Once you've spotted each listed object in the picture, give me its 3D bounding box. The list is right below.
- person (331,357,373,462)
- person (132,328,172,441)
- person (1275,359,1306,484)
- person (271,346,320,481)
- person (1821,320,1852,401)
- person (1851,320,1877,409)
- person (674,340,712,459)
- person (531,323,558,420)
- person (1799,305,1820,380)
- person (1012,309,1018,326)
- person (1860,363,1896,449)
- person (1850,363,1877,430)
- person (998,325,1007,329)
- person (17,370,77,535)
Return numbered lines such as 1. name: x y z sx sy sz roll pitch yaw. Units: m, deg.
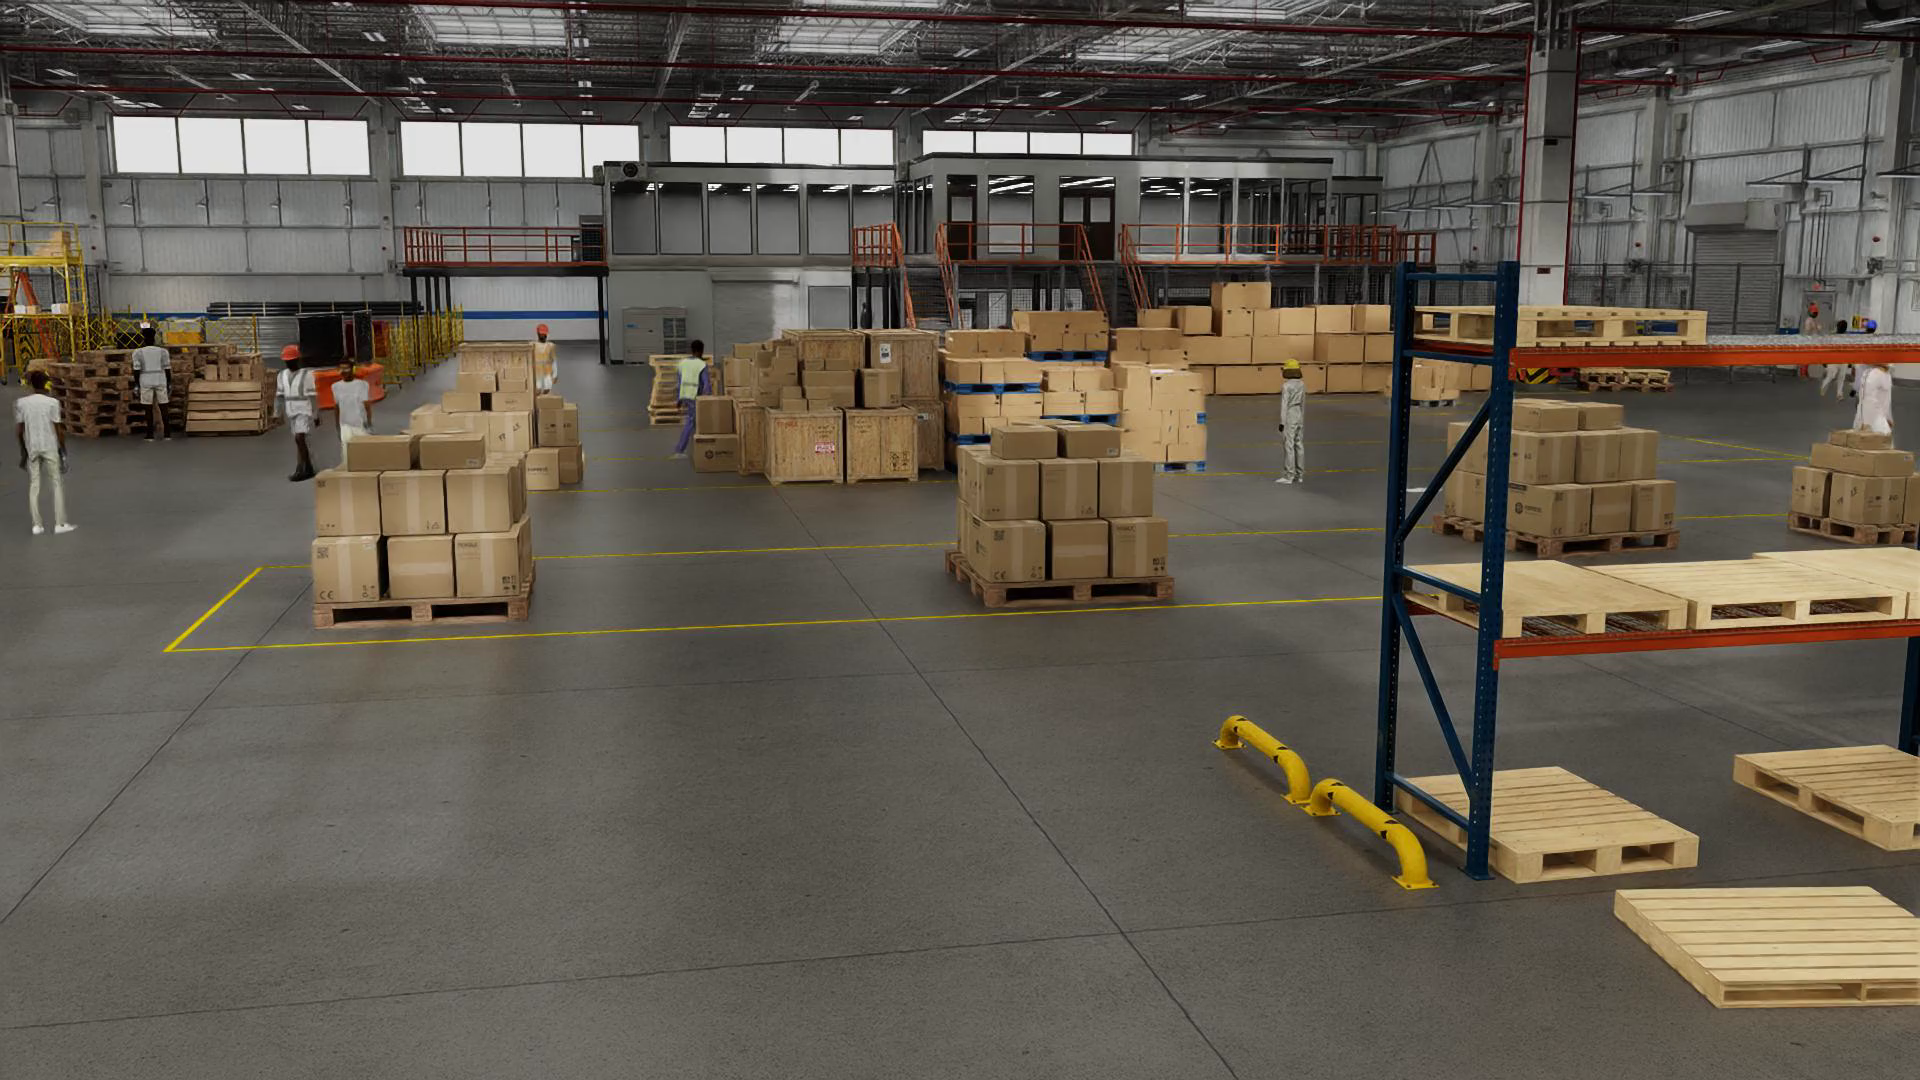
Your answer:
1. person: -8.053 -1.529 22.123 0.519 1.841 0.838 -1 9 -8
2. person: -14.009 -2.700 28.858 0.614 1.963 0.362 -7 12 -38
3. person: 4.613 -1.657 23.211 0.485 1.737 0.320 -9 13 -43
4. person: -9.367 -1.766 23.359 0.560 1.903 0.850 3 10 17
5. person: 19.836 -4.063 37.583 0.632 1.831 0.537 0 9 0
6. person: 18.877 -3.617 34.595 0.616 1.923 0.771 5 10 27
7. person: -4.181 -2.217 26.252 0.608 1.860 1.045 7 12 36
8. person: -8.073 -3.224 32.179 0.582 1.921 0.404 -5 10 -26
9. person: 22.694 -5.262 44.390 0.396 1.992 0.623 7 12 37
10. person: 1.487 -5.268 44.767 0.351 1.882 0.582 -1 9 -3
11. person: 12.386 -1.612 22.383 0.530 1.921 0.633 7 12 38
12. person: 15.912 -2.642 29.012 0.629 1.807 0.911 -6 11 -33
13. person: 0.852 -3.472 33.964 0.547 1.833 0.402 -6 11 -33
14. person: -10.353 -0.987 18.800 0.523 1.848 0.492 -1 9 -5
